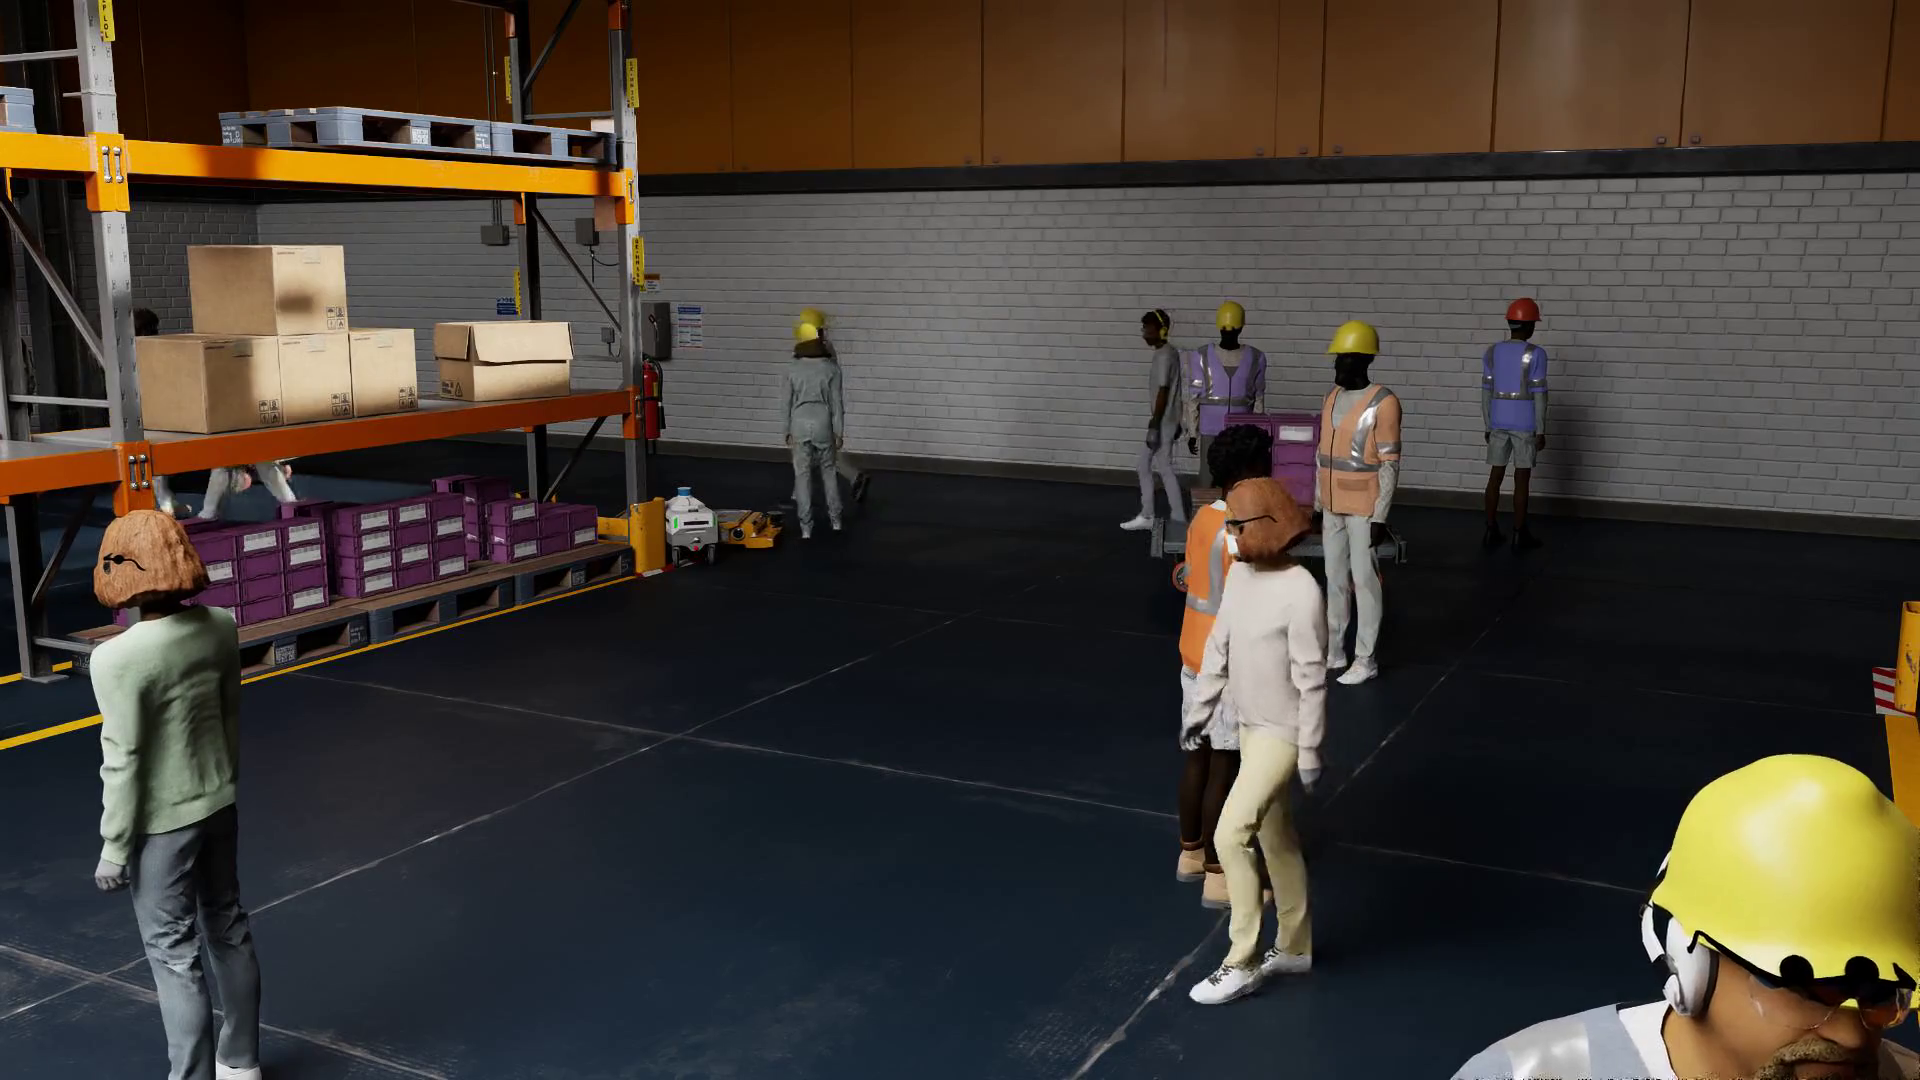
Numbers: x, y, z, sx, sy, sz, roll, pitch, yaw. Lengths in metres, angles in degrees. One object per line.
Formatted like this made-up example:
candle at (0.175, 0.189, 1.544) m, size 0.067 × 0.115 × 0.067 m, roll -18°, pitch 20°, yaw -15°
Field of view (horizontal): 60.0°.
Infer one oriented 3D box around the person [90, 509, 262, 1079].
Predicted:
person at (-2.044, 0.731, 4.322) m, size 0.280 × 1.633 × 0.500 m, roll 2°, pitch 10°, yaw 11°

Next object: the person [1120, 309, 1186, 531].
person at (1.547, -0.944, 13.444) m, size 0.697 × 1.829 × 0.596 m, roll 2°, pitch 10°, yaw 9°

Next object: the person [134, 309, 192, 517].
person at (-6.692, -1.013, 13.886) m, size 0.664 × 1.810 × 0.823 m, roll 6°, pitch 11°, yaw 30°

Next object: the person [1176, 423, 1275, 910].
person at (0.943, 0.434, 5.848) m, size 0.318 × 1.698 × 0.539 m, roll -2°, pitch 10°, yaw -10°

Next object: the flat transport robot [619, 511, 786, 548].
flat transport robot at (-2.126, -0.094, 13.037) m, size 1.431 × 0.197 × 0.652 m, roll 0°, pitch 10°, yaw 2°

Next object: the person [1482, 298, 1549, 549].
person at (4.300, -0.897, 12.867) m, size 0.358 × 1.938 × 0.548 m, roll -8°, pitch 13°, yaw -39°

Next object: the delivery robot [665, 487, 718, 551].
delivery robot at (-2.024, -0.148, 12.256) m, size 0.477 × 0.478 × 0.707 m, roll -4°, pitch 10°, yaw -22°

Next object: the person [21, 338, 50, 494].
person at (-8.967, -1.341, 15.716) m, size 0.625 × 1.844 × 0.429 m, roll 6°, pitch 11°, yaw 30°

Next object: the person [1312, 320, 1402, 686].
person at (2.076, -0.197, 8.836) m, size 0.362 × 1.930 × 0.585 m, roll -5°, pitch 11°, yaw -27°

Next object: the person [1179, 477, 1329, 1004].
person at (0.868, 0.611, 5.106) m, size 0.611 × 1.606 × 0.494 m, roll -2°, pitch 10°, yaw -13°

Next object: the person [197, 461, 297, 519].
person at (-5.868, -0.936, 13.564) m, size 0.975 × 1.780 × 0.602 m, roll -2°, pitch 10°, yaw -10°

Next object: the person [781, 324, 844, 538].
person at (-1.186, -0.894, 13.510) m, size 0.526 × 1.702 × 0.681 m, roll -1°, pitch 10°, yaw -5°

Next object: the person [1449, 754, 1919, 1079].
person at (0.753, 1.093, 1.687) m, size 0.595 × 1.827 × 0.403 m, roll 0°, pitch 10°, yaw 3°

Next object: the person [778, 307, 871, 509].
person at (-1.221, -1.160, 14.769) m, size 0.744 × 1.808 × 0.597 m, roll 3°, pitch 10°, yaw 16°

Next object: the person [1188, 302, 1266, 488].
person at (2.007, -0.827, 12.521) m, size 0.584 × 1.918 × 0.381 m, roll 0°, pitch 10°, yaw 0°
